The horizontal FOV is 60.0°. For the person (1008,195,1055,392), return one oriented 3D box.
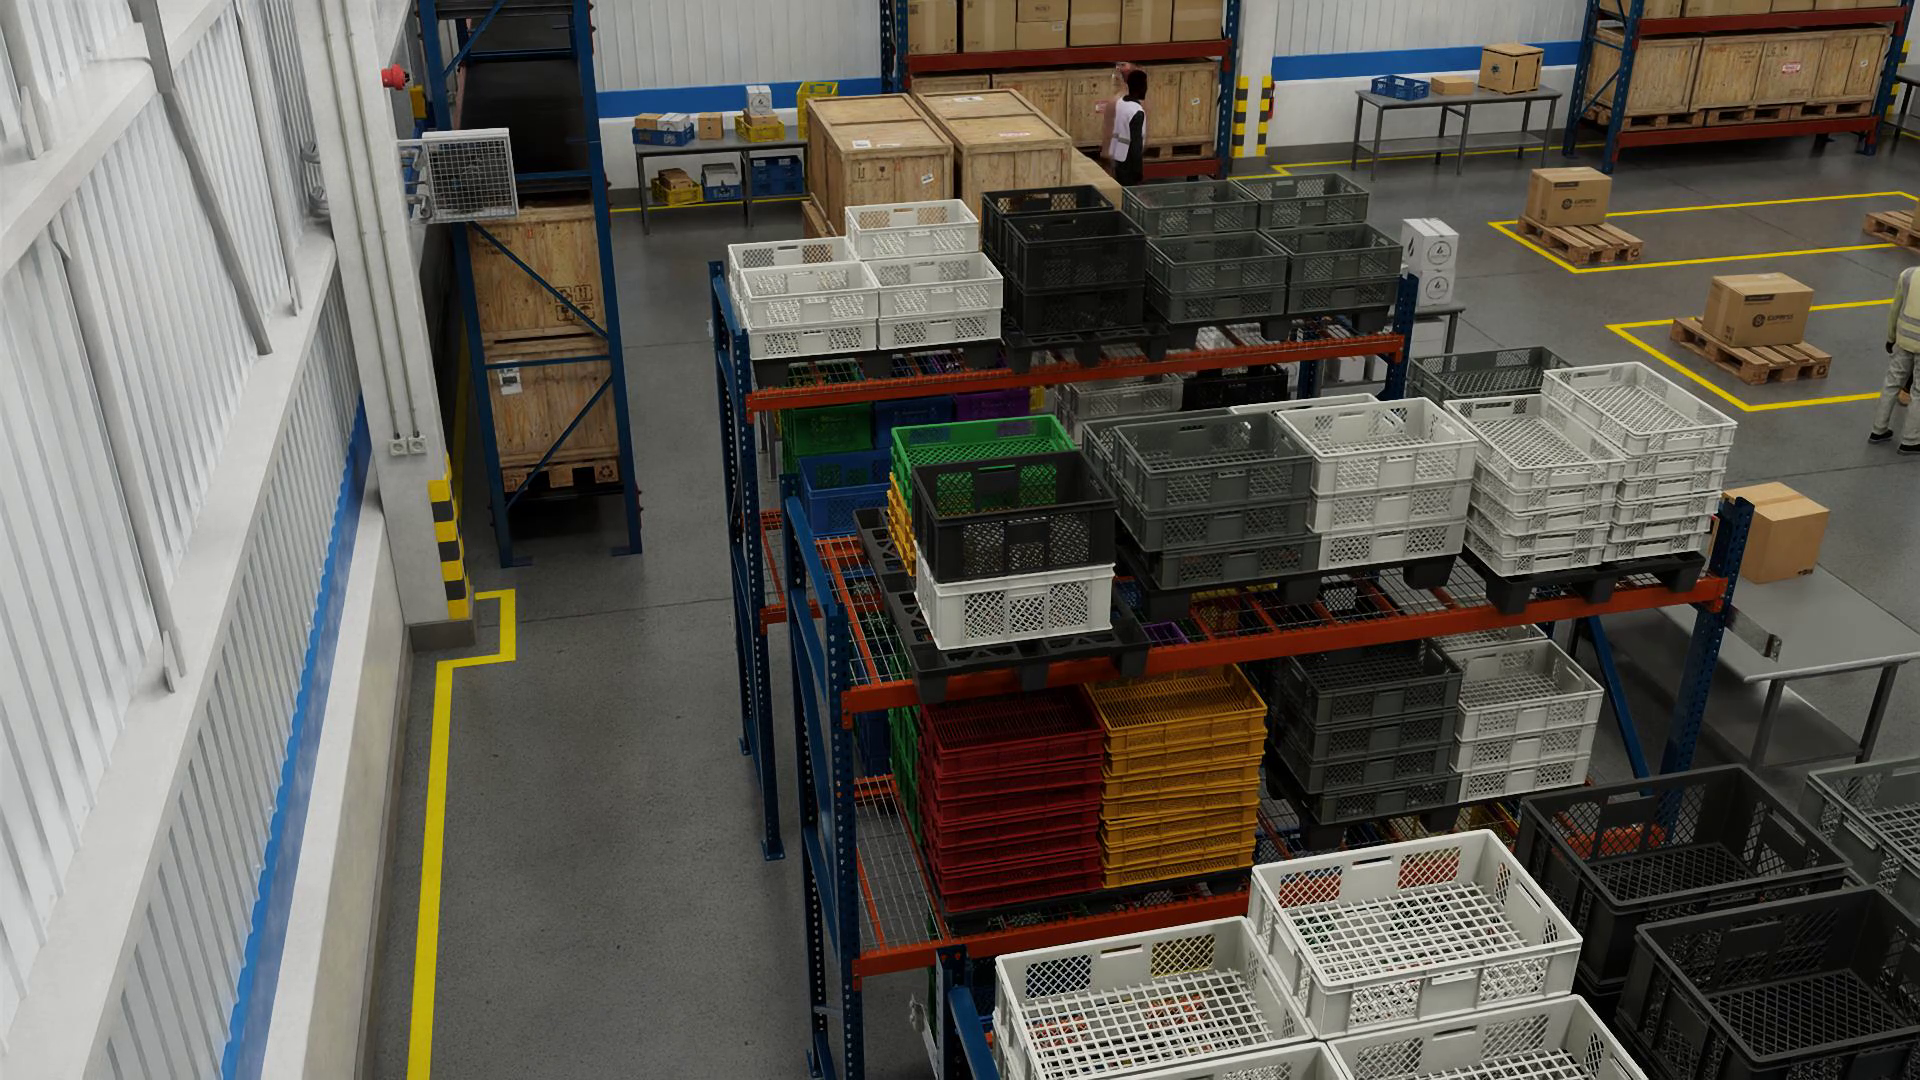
[{"bbox_3d":[0.482,-2.068,14.270,0.905,1.830,0.555,-12,30,-21],"label":"person"}]

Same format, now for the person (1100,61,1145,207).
[{"bbox_3d":[1.836,-4.431,18.739,0.908,1.879,0.648,16,32,27],"label":"person"}]

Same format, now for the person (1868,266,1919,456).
[{"bbox_3d":[7.742,-1.583,13.360,0.404,1.828,0.600,-14,31,-25],"label":"person"}]

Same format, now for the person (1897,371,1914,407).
[{"bbox_3d":[8.387,-1.923,14.153,0.534,1.694,0.319,12,30,21],"label":"person"}]

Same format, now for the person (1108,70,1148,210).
[{"bbox_3d":[1.831,-4.152,18.152,0.383,1.909,0.584,-7,29,-14],"label":"person"}]

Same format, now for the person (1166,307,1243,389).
[{"bbox_3d":[1.891,-1.194,12.604,0.782,1.852,0.368,5,28,9],"label":"person"}]
